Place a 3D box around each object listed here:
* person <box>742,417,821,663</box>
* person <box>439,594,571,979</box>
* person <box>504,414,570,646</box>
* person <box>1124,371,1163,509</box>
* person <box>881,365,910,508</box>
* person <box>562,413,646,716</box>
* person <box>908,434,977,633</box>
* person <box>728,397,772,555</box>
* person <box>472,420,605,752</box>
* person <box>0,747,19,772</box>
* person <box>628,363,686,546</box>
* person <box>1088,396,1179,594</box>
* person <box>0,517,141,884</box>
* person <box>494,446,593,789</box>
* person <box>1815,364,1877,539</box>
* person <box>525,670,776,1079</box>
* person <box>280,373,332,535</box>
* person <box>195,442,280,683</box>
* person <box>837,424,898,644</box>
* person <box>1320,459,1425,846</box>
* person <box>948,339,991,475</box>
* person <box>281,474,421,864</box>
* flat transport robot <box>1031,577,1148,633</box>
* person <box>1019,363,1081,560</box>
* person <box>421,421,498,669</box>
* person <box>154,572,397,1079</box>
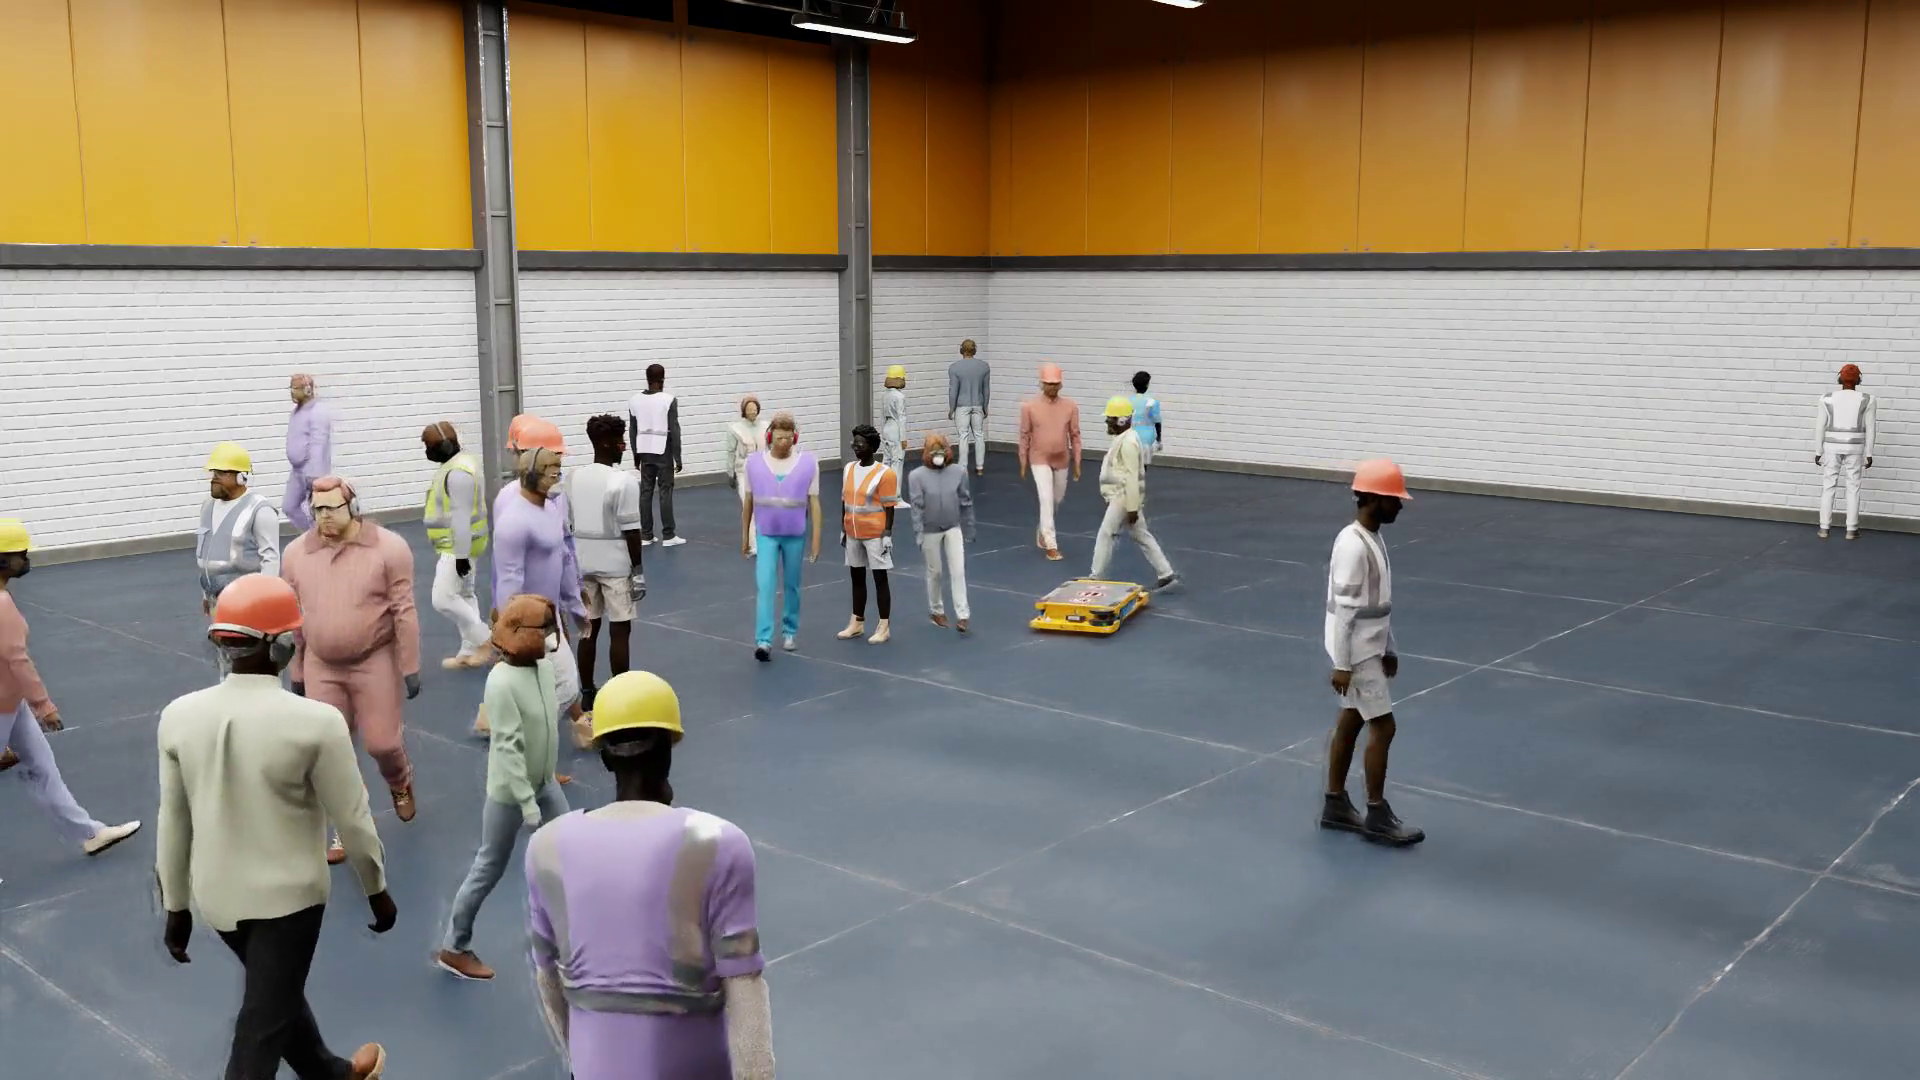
[{"bbox_3d":[-1.318,-0.001,12.243,0.592,1.784,0.969,-1,9,-5],"label":"person"},{"bbox_3d":[-1.722,1.000,6.613,0.870,1.589,0.502,3,9,16],"label":"person"},{"bbox_3d":[-2.801,0.127,11.017,0.373,1.928,0.543,-8,12,-40],"label":"person"},{"bbox_3d":[2.195,-1.201,20.105,0.545,1.675,0.428,6,11,33],"label":"person"},{"bbox_3d":[-0.780,-1.264,20.323,0.311,1.743,0.493,-6,11,-32],"label":"person"},{"bbox_3d":[-2.259,0.172,10.613,0.609,1.963,0.367,5,10,29],"label":"person"},{"bbox_3d":[-0.119,-0.045,13.125,0.568,1.583,0.768,-2,9,-12],"label":"person"},{"bbox_3d":[-2.150,-0.690,17.161,0.513,1.605,0.827,-5,10,-27],"label":"person"},{"bbox_3d":[-2.513,0.279,9.917,1.061,1.992,0.607,2,9,11],"label":"person"},{"bbox_3d":[-5.661,0.474,9.066,0.988,1.854,0.669,-4,10,-24],"label":"person"},{"bbox_3d":[-3.187,-0.887,17.428,0.587,1.915,0.391,4,10,21],"label":"person"},{"bbox_3d":[1.496,-0.384,14.684,0.945,1.788,0.593,1,9,6],"label":"person"},{"bbox_3d":[-4.368,0.752,7.756,0.912,1.718,0.533,-5,11,-30],"label":"person"},{"bbox_3d":[-2.253,0.442,9.056,0.486,1.919,0.629,0,9,0],"label":"person"},{"bbox_3d":[9.532,-0.949,17.924,0.578,1.879,0.353,6,11,31],"label":"person"},{"bbox_3d":[-0.702,1.259,4.072,0.672,1.869,0.789,2,9,12],"label":"person"},{"bbox_3d":[-6.349,-0.673,16.171,0.649,1.889,0.445,8,12,42],"label":"person"},{"bbox_3d":[-4.399,0.318,10.102,0.588,1.837,0.403,4,10,25],"label":"person"},{"bbox_3d":[-0.718,-0.046,12.825,0.532,1.697,0.319,7,11,37],"label":"person"},{"bbox_3d":[2.131,0.557,8.318,0.653,1.920,0.578,4,10,22],"label":"person"},{"bbox_3d":[0.122,-1.862,23.471,0.628,1.940,0.373,-4,10,-22],"label":"person"},{"bbox_3d":[-2.980,0.599,8.176,0.667,1.884,0.595,0,9,-2],"label":"person"},{"bbox_3d":[1.087,0.524,13.710,0.652,0.197,1.431,3,9,18],"label":"flat transport robot"},{"bbox_3d":[0.901,-0.819,16.859,0.617,1.964,0.953,-2,9,-13],"label":"person"},{"bbox_3d":[-3.568,0.061,11.785,0.436,1.814,0.718,-4,10,-23],"label":"person"},{"bbox_3d":[-2.094,1.061,5.136,0.631,1.936,1.051,2,9,14],"label":"person"}]
